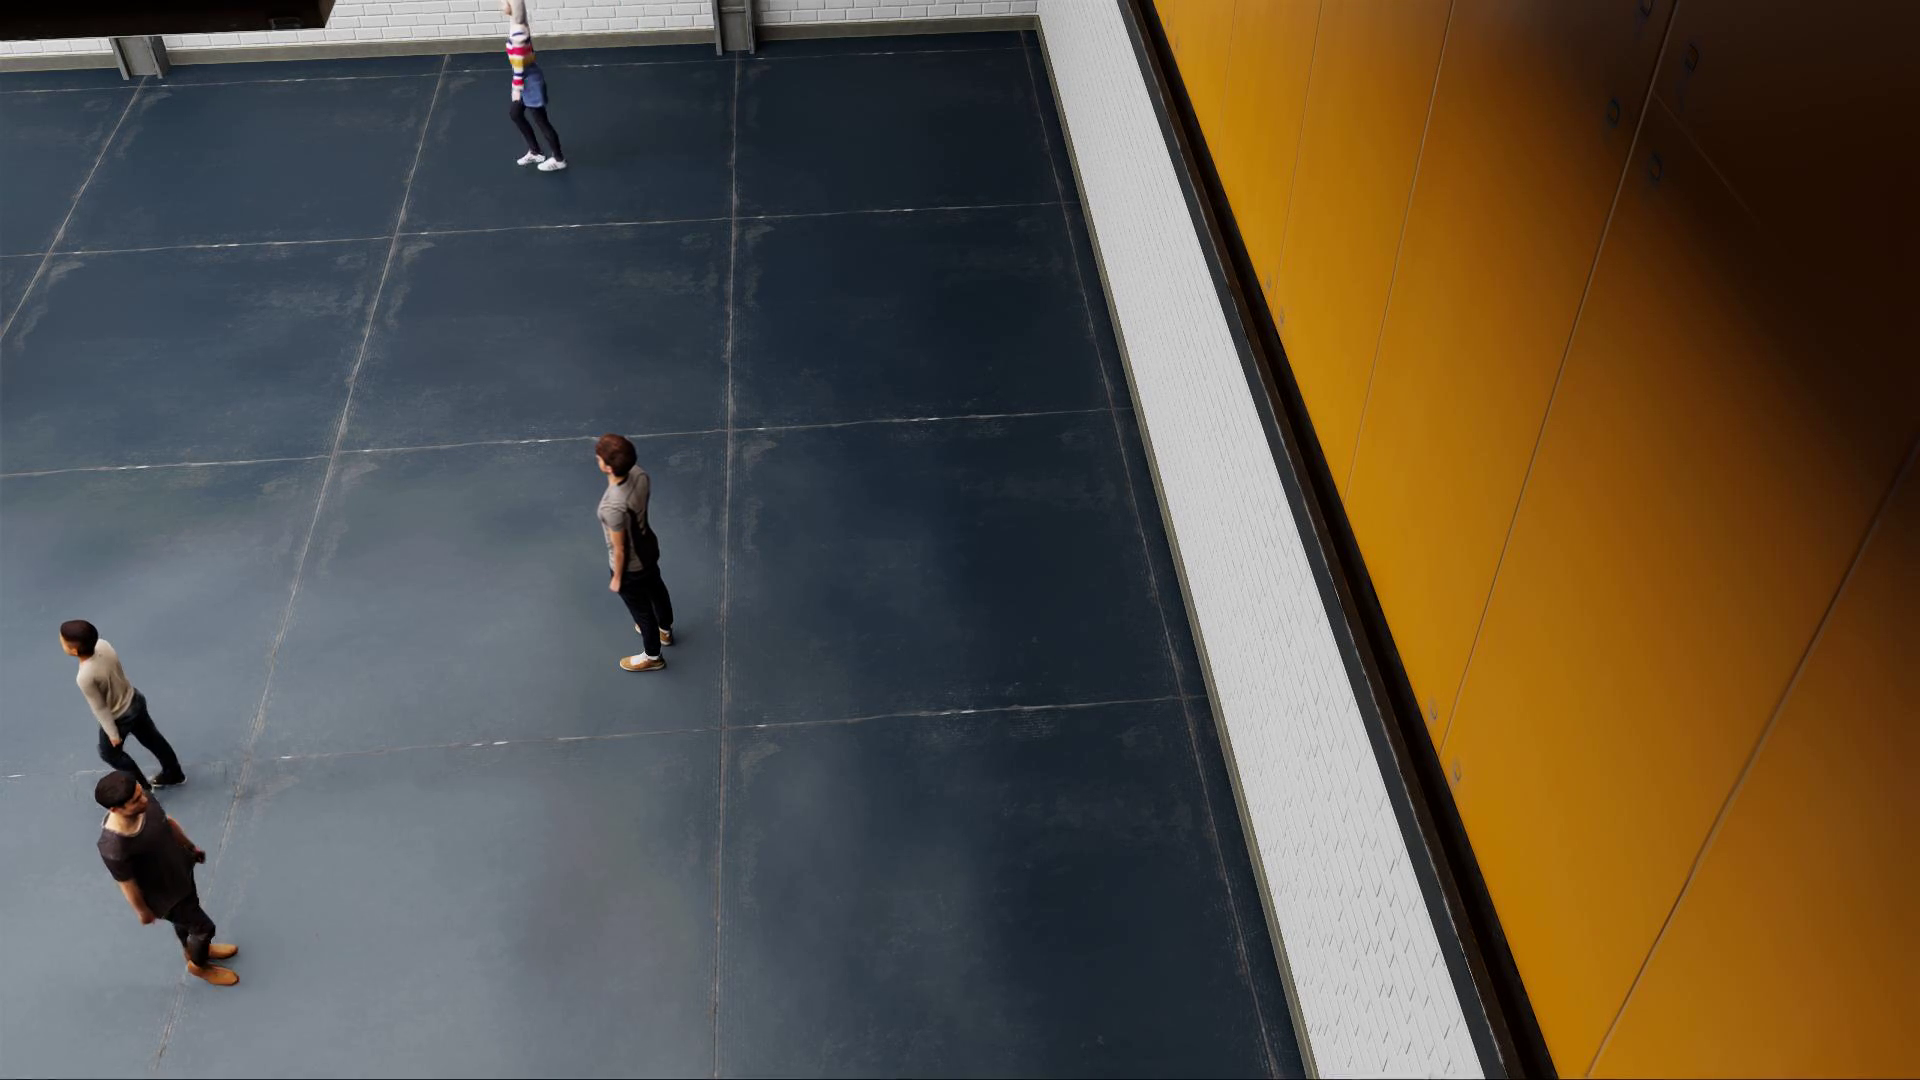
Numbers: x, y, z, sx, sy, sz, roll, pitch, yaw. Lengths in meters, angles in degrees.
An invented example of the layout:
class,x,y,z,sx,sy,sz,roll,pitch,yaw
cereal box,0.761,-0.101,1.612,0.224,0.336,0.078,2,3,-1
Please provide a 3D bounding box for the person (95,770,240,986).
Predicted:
class,x,y,z,sx,sy,sz,roll,pitch,yaw
person,-4.324,1.796,8.864,0.562,1.701,0.616,-4,44,-5

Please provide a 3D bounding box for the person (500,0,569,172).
class,x,y,z,sx,sy,sz,roll,pitch,yaw
person,-3.805,-4.147,15.036,0.740,1.793,0.714,-12,45,-12

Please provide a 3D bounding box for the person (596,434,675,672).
class,x,y,z,sx,sy,sz,roll,pitch,yaw
person,-2.062,0.079,10.526,0.675,1.896,0.718,10,44,10

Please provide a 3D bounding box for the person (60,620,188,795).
class,x,y,z,sx,sy,sz,roll,pitch,yaw
person,-4.907,1.016,9.864,0.618,1.453,0.592,-1,44,-1
